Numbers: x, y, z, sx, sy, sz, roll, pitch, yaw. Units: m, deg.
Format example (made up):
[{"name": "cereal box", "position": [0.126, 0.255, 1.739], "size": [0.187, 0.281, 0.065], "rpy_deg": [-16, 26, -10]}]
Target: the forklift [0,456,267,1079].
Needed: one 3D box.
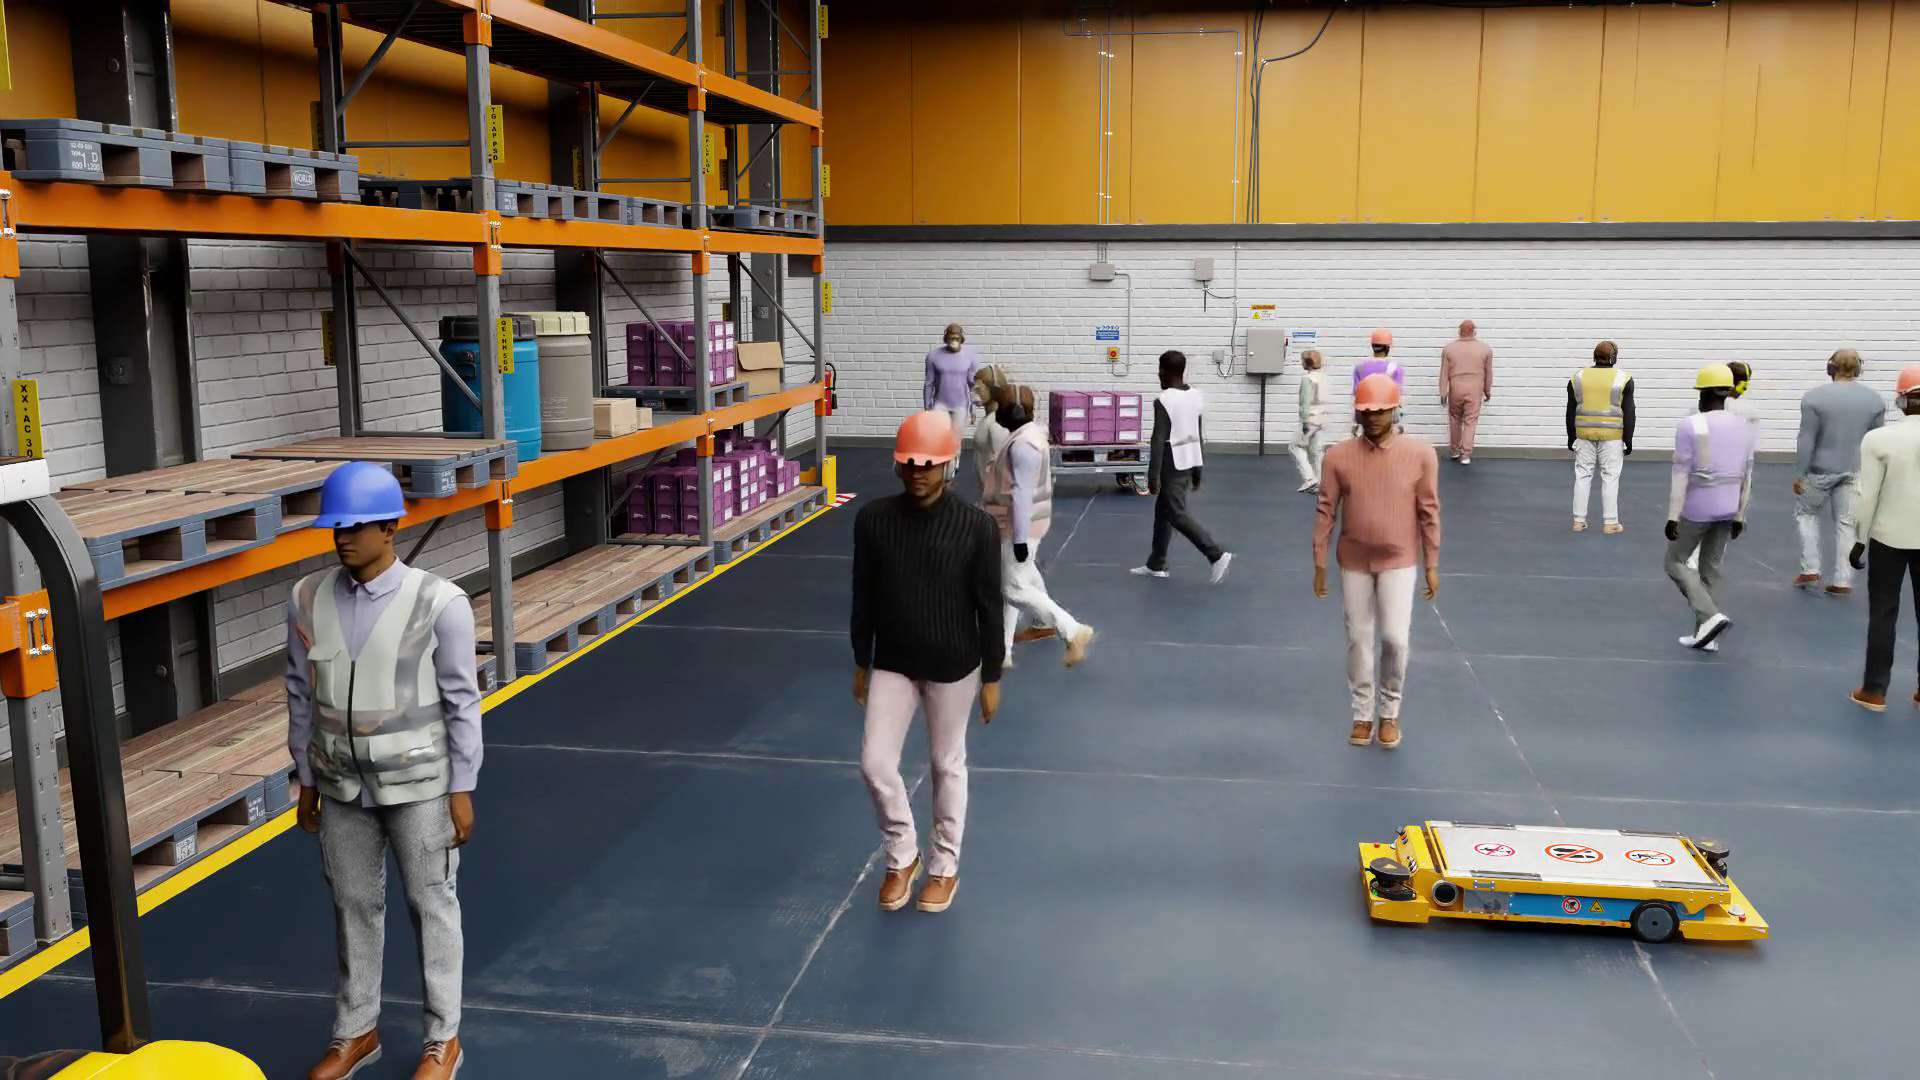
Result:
[{"name": "forklift", "position": [-2.328, 0.975, 2.765], "size": [2.313, 2.155, 1.214], "rpy_deg": [1, 9, 9]}]

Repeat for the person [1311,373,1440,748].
[{"name": "person", "position": [2.156, 0.122, 8.688], "size": [0.657, 1.976, 0.511], "rpy_deg": [4, 10, 22]}]

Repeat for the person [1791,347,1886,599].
[{"name": "person", "position": [6.744, -0.521, 12.835], "size": [0.657, 1.913, 0.658], "rpy_deg": [1, 9, 3]}]

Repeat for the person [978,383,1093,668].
[{"name": "person", "position": [0.430, -0.067, 10.345], "size": [0.729, 1.822, 0.639], "rpy_deg": [1, 9, 4]}]

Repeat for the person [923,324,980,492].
[{"name": "person", "position": [-0.092, -1.458, 18.650], "size": [0.641, 1.903, 0.813], "rpy_deg": [0, 9, -1]}]

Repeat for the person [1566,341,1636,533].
[{"name": "person", "position": [6.138, -0.985, 15.937], "size": [0.634, 1.842, 0.429], "rpy_deg": [7, 11, 36]}]

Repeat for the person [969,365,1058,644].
[{"name": "person", "position": [0.187, -0.222, 11.116], "size": [1.045, 1.888, 0.647], "rpy_deg": [-1, 9, -7]}]

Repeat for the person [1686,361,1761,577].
[{"name": "person", "position": [5.680, -0.424, 12.478], "size": [0.519, 1.838, 0.585], "rpy_deg": [6, 11, 33]}]

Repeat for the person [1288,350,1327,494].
[{"name": "person", "position": [3.913, -1.316, 18.624], "size": [0.395, 1.622, 0.550], "rpy_deg": [6, 11, 32]}]

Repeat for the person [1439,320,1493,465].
[{"name": "person", "position": [6.607, -1.928, 21.713], "size": [0.658, 1.871, 0.855], "rpy_deg": [3, 10, 20]}]

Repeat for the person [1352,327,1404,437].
[{"name": "person", "position": [4.431, -1.308, 17.737], "size": [0.547, 1.913, 0.879], "rpy_deg": [7, 12, 38]}]

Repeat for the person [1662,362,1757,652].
[{"name": "person", "position": [4.887, -0.200, 10.870], "size": [0.623, 1.909, 0.470], "rpy_deg": [-3, 10, -17]}]

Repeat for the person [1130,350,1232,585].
[{"name": "person", "position": [1.789, -0.585, 13.368], "size": [0.903, 1.886, 0.596], "rpy_deg": [7, 12, 37]}]

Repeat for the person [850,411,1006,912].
[{"name": "person", "position": [-0.135, 0.489, 6.418], "size": [0.641, 1.974, 0.537], "rpy_deg": [3, 10, 15]}]

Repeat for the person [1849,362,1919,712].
[{"name": "person", "position": [5.392, -0.009, 9.454], "size": [0.622, 1.990, 0.402], "rpy_deg": [2, 9, 11]}]

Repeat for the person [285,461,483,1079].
[{"name": "person", "position": [-1.748, 0.727, 5.048], "size": [0.605, 1.949, 0.402], "rpy_deg": [2, 9, 10]}]

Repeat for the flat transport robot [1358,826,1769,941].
[{"name": "flat transport robot", "position": [2.325, 1.321, 6.541], "size": [1.431, 0.197, 0.652], "rpy_deg": [1, 9, 9]}]
